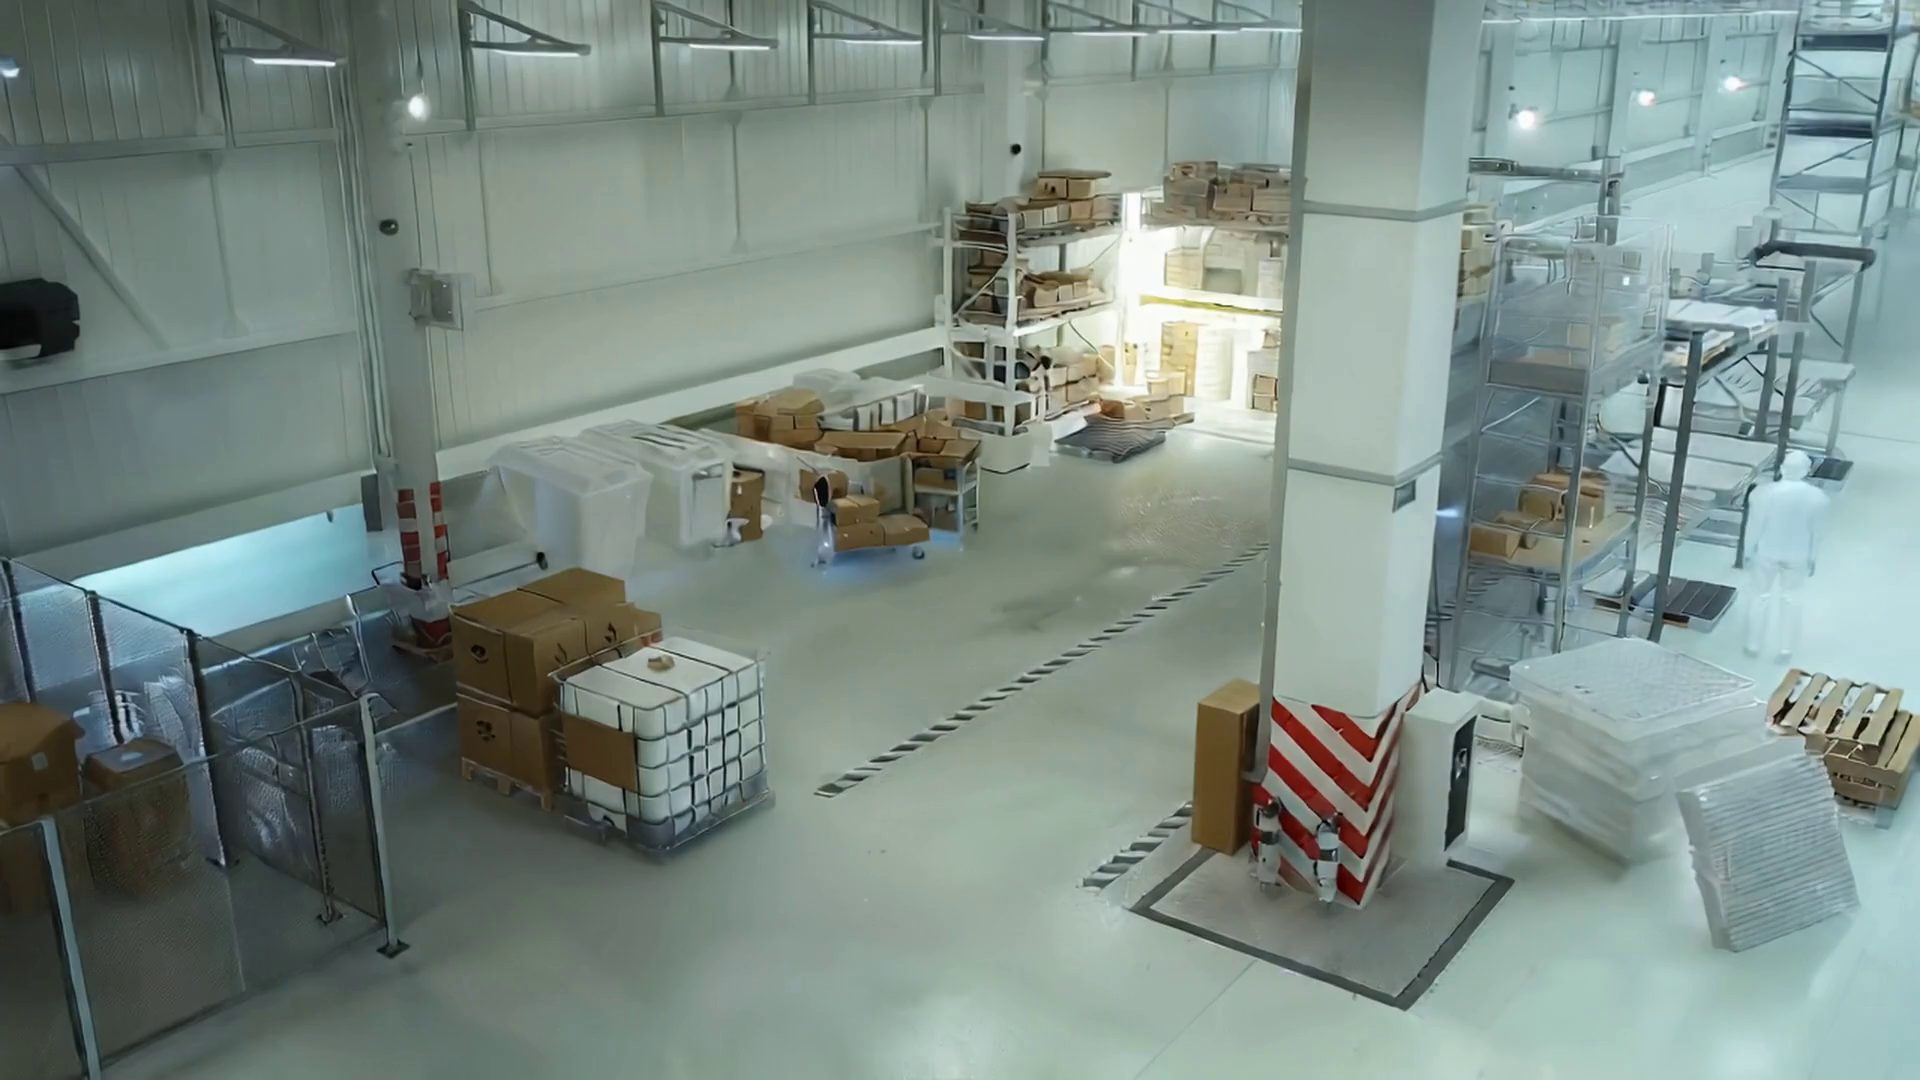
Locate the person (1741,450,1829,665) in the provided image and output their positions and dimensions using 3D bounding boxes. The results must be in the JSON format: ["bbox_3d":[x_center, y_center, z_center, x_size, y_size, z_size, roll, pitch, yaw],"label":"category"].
[{"bbox_3d":[7.228,0.150,14.651,0.630,1.938,0.366,7,19,21],"label":"person"}]
